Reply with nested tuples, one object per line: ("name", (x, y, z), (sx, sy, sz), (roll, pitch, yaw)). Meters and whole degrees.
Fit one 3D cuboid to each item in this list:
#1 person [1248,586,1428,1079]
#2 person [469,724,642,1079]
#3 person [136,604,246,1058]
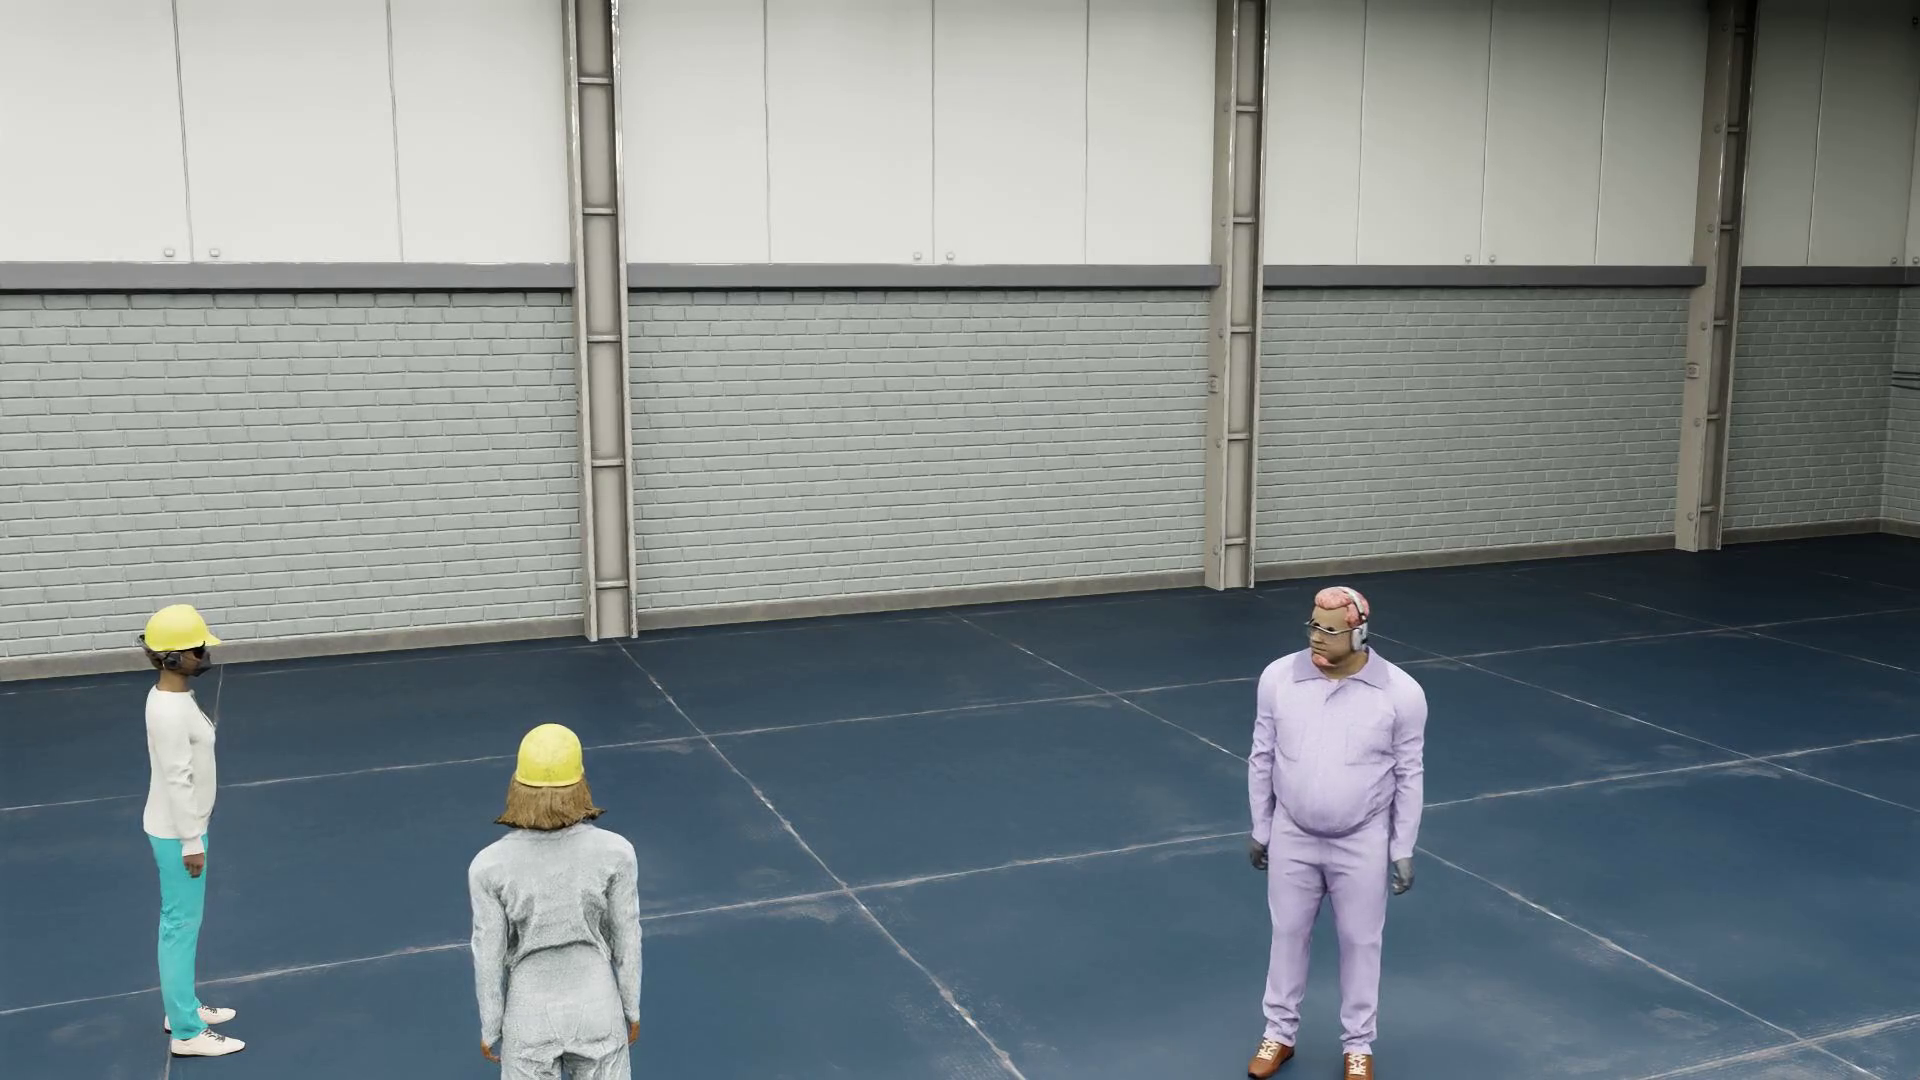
("person", (1.379, 1.109, 6.190), (0.643, 1.905, 0.400), (4, 10, 24))
("person", (-1.176, 1.393, 4.898), (0.484, 1.745, 0.297), (-3, 9, -17))
("person", (-3.019, 1.125, 6.510), (0.315, 1.770, 0.524), (-5, 10, -26))
